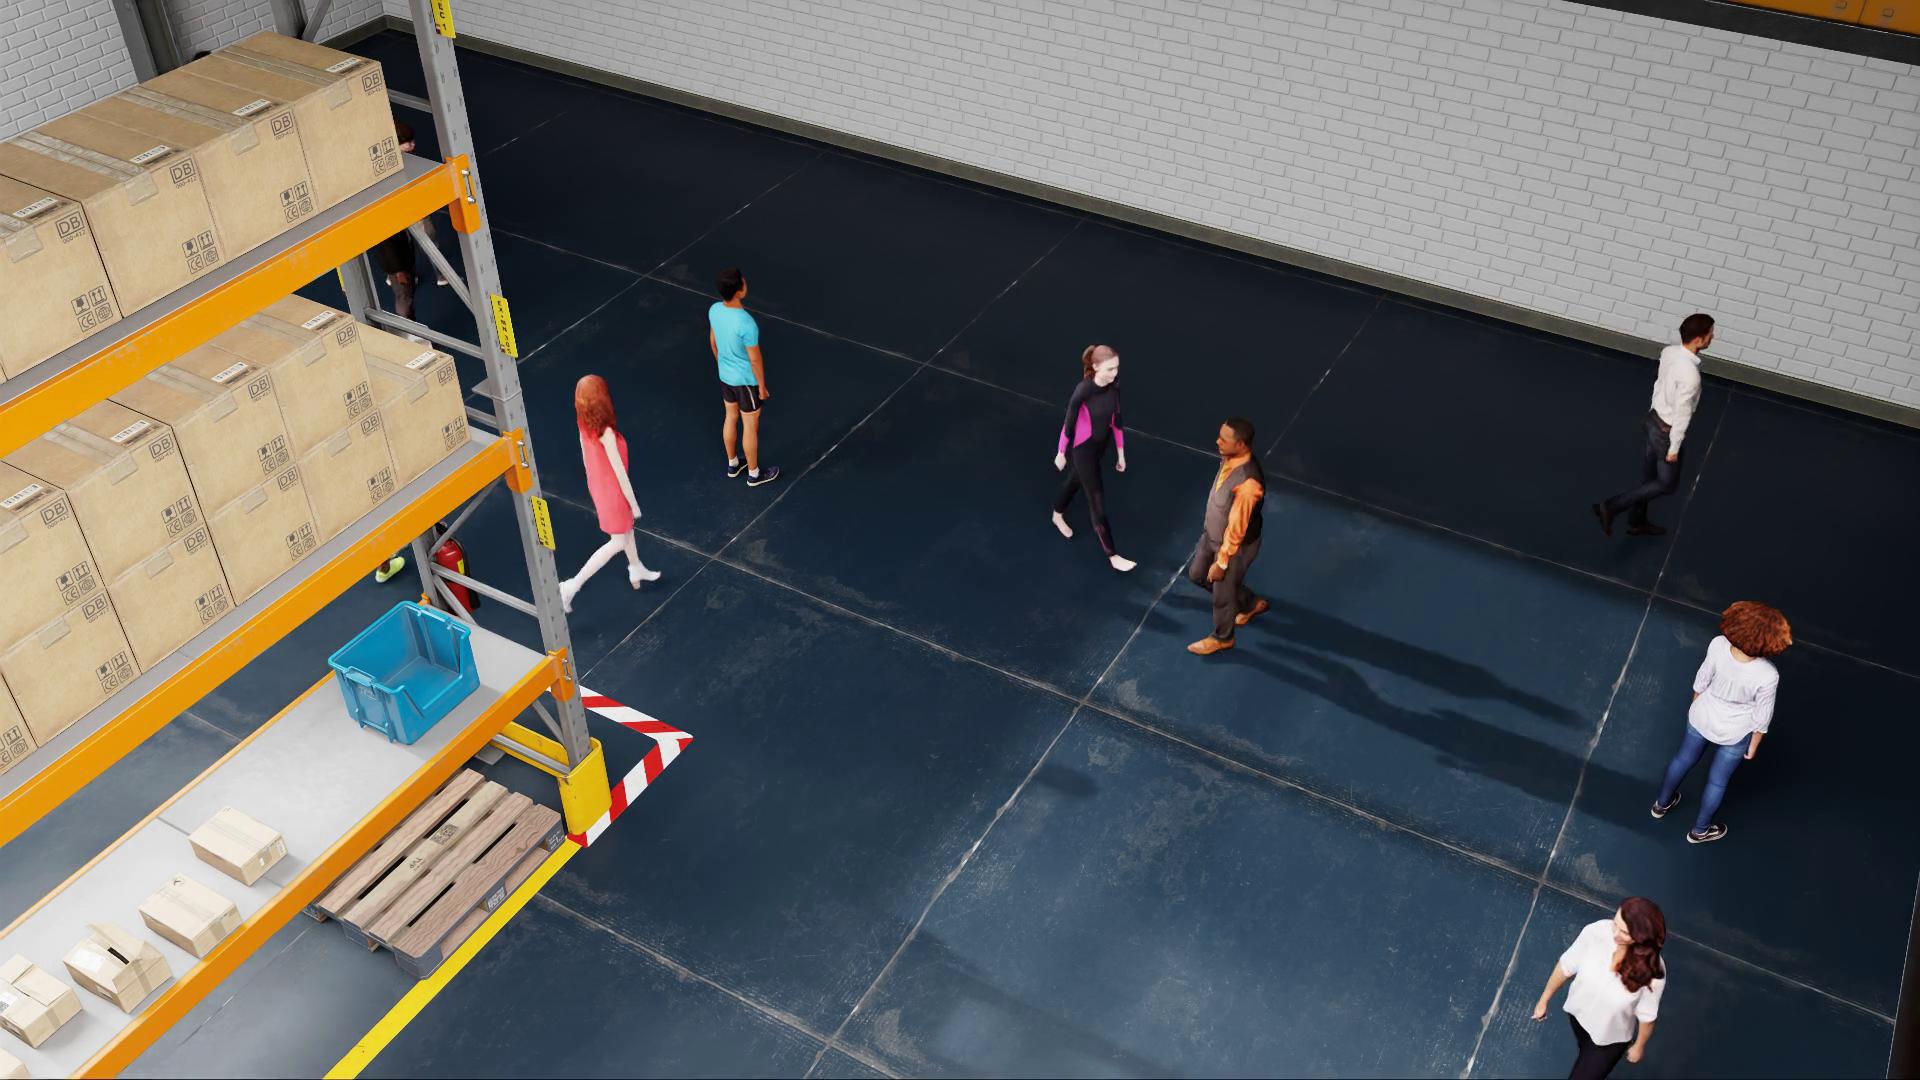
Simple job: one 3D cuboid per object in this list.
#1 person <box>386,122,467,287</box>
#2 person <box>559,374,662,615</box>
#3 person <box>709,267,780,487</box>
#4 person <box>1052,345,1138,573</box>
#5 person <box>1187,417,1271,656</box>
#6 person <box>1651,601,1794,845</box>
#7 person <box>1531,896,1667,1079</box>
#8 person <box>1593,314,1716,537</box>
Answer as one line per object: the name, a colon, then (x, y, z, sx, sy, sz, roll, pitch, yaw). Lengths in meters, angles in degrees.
person: (-4.948, -2.923, 14.602, 0.933, 1.608, 1.011, 0, 39, 0)
person: (-2.410, -0.258, 11.110, 1.154, 1.801, 0.904, -24, 44, -27)
person: (-1.640, -1.204, 12.317, 0.653, 1.773, 0.561, 28, 46, 30)
person: (0.852, -0.657, 11.694, 1.140, 1.696, 0.895, -26, 45, -29)
person: (1.841, -0.002, 10.716, 0.979, 1.893, 0.925, -5, 39, -6)
person: (4.380, 1.036, 9.560, 0.756, 1.713, 0.738, -23, 44, -26)
person: (3.118, 2.282, 7.971, 1.167, 1.749, 0.941, -23, 44, -26)
person: (4.872, -0.756, 11.686, 0.965, 1.860, 0.939, 0, 39, -1)
